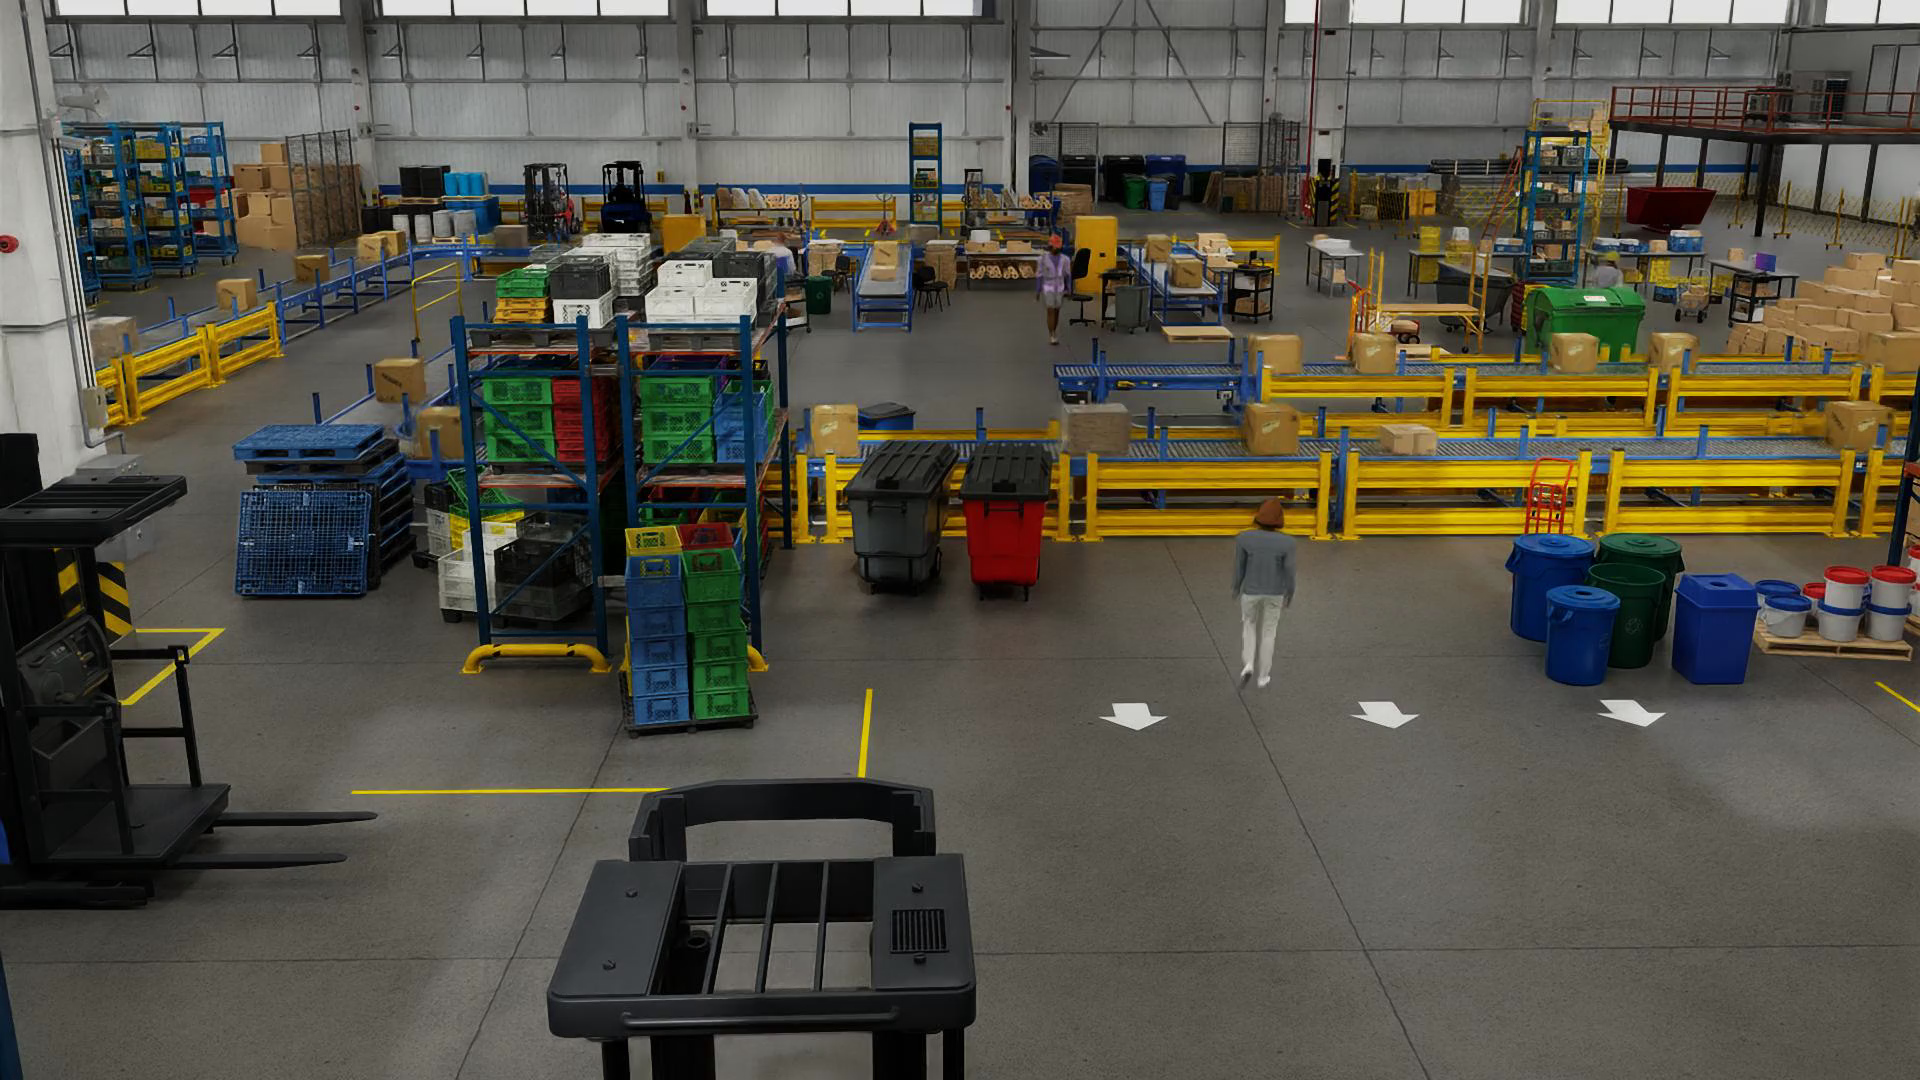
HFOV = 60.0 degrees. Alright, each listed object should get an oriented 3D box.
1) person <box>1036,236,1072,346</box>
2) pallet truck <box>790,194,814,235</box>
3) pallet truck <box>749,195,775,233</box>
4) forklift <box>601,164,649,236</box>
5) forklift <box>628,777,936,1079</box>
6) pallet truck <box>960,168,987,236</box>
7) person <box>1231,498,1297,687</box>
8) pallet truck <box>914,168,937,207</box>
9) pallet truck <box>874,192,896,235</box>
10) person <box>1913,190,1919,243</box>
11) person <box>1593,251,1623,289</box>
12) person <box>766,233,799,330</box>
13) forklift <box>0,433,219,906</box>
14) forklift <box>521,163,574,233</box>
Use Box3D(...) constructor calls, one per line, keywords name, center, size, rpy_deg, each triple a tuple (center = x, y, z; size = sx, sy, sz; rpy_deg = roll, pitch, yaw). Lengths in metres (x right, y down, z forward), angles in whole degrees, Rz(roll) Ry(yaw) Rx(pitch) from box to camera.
Box3D(name="person", center=(1.756, -4.591, 30.623), size=(0.632, 1.994, 0.955), rpy_deg=(-4, 16, -13))
Box3D(name="pallet truck", center=(-4.814, -9.883, 50.259), size=(0.704, 1.261, 1.522), rpy_deg=(-1, 16, -3))
Box3D(name="pallet truck", center=(-6.051, -9.967, 50.660), size=(0.680, 1.201, 1.601), rpy_deg=(0, 16, -1))
Box3D(name="forklift", center=(-9.948, -10.127, 49.296), size=(1.157, 1.987, 2.680), rpy_deg=(-1, 16, -3))
Box3D(name="forklift", center=(-0.542, 2.165, 5.552), size=(1.129, 2.768, 1.873), rpy_deg=(-1, 16, -2))
Box3D(name="pallet truck", center=(0.383, -10.230, 50.206), size=(0.823, 1.965, 1.885), rpy_deg=(-1, 16, -3))
Box3D(name="person", center=(2.529, 0.431, 13.831), size=(0.525, 1.613, 0.366), rpy_deg=(5, 17, 16))
Box3D(name="pallet truck", center=(-0.989, -10.316, 50.507), size=(0.823, 1.965, 1.885), rpy_deg=(1, 16, 3))
Box3D(name="pallet truck", center=(-2.277, -9.986, 50.594), size=(0.653, 1.274, 1.630), rpy_deg=(0, 16, -1))
Box3D(name="person", center=(27.708, -9.424, 47.720), size=(0.525, 1.825, 0.687), rpy_deg=(-1, 16, -3))
Box3D(name="person", center=(11.698, -4.337, 30.115), size=(0.963, 1.785, 0.609), rpy_deg=(-12, 20, -36))
Box3D(name="person", center=(-3.427, -5.053, 32.451), size=(0.643, 1.859, 0.909), rpy_deg=(15, 22, 42))
Box3D(name="forklift", center=(-5.952, 0.780, 10.366), size=(1.873, 2.768, 1.129), rpy_deg=(0, 16, -1))
Box3D(name="forklift", center=(-12.233, -10.122, 49.298), size=(1.157, 1.987, 2.680), rpy_deg=(0, 16, -1))
